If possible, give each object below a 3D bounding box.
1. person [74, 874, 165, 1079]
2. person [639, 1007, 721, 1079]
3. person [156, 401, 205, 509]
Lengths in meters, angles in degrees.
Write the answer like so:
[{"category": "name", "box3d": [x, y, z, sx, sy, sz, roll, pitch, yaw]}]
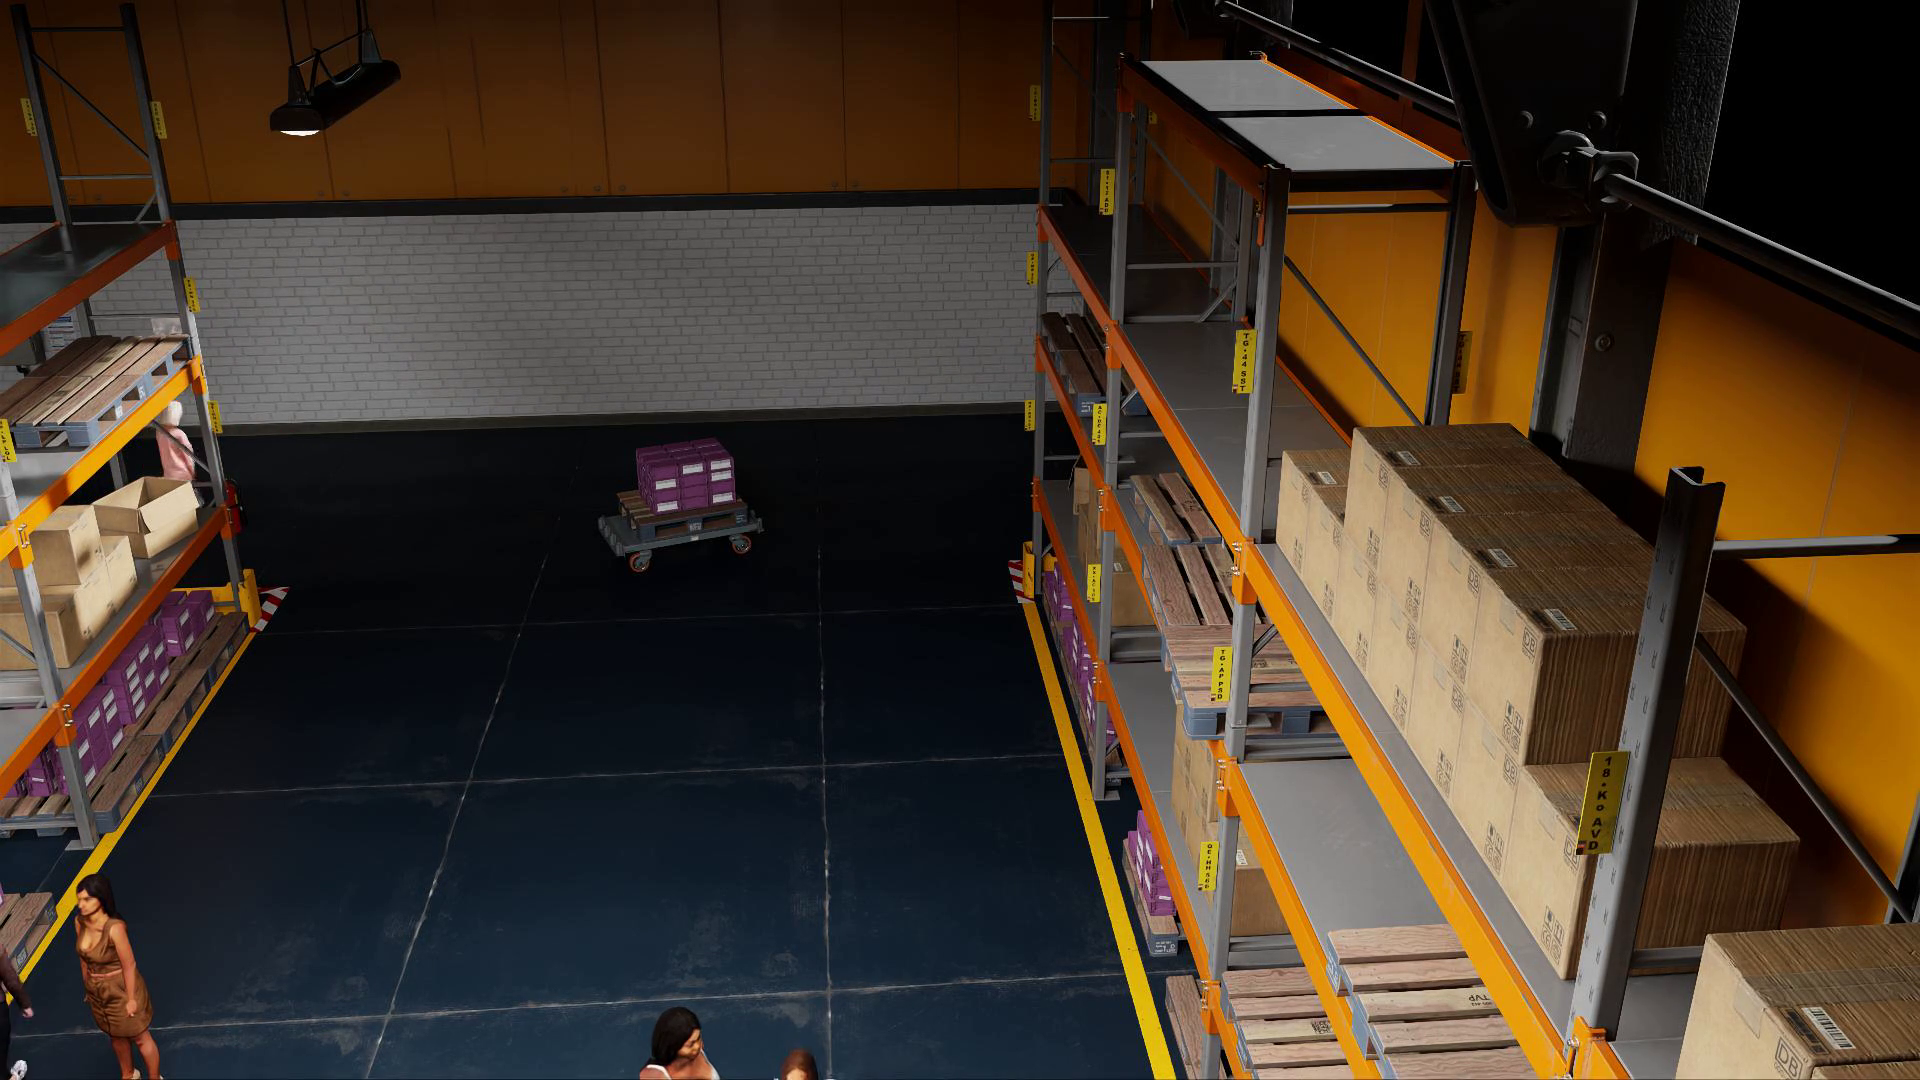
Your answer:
[{"category": "person", "box3d": [-5.212, 2.790, 10.272, 0.633, 1.687, 0.641, 9, 25, 20]}, {"category": "person", "box3d": [-1.511, 3.273, 9.020, 0.802, 1.805, 0.703, 11, 26, 23]}, {"category": "person", "box3d": [-8.574, -0.666, 18.151, 0.823, 1.707, 0.932, 11, 26, 23]}]
